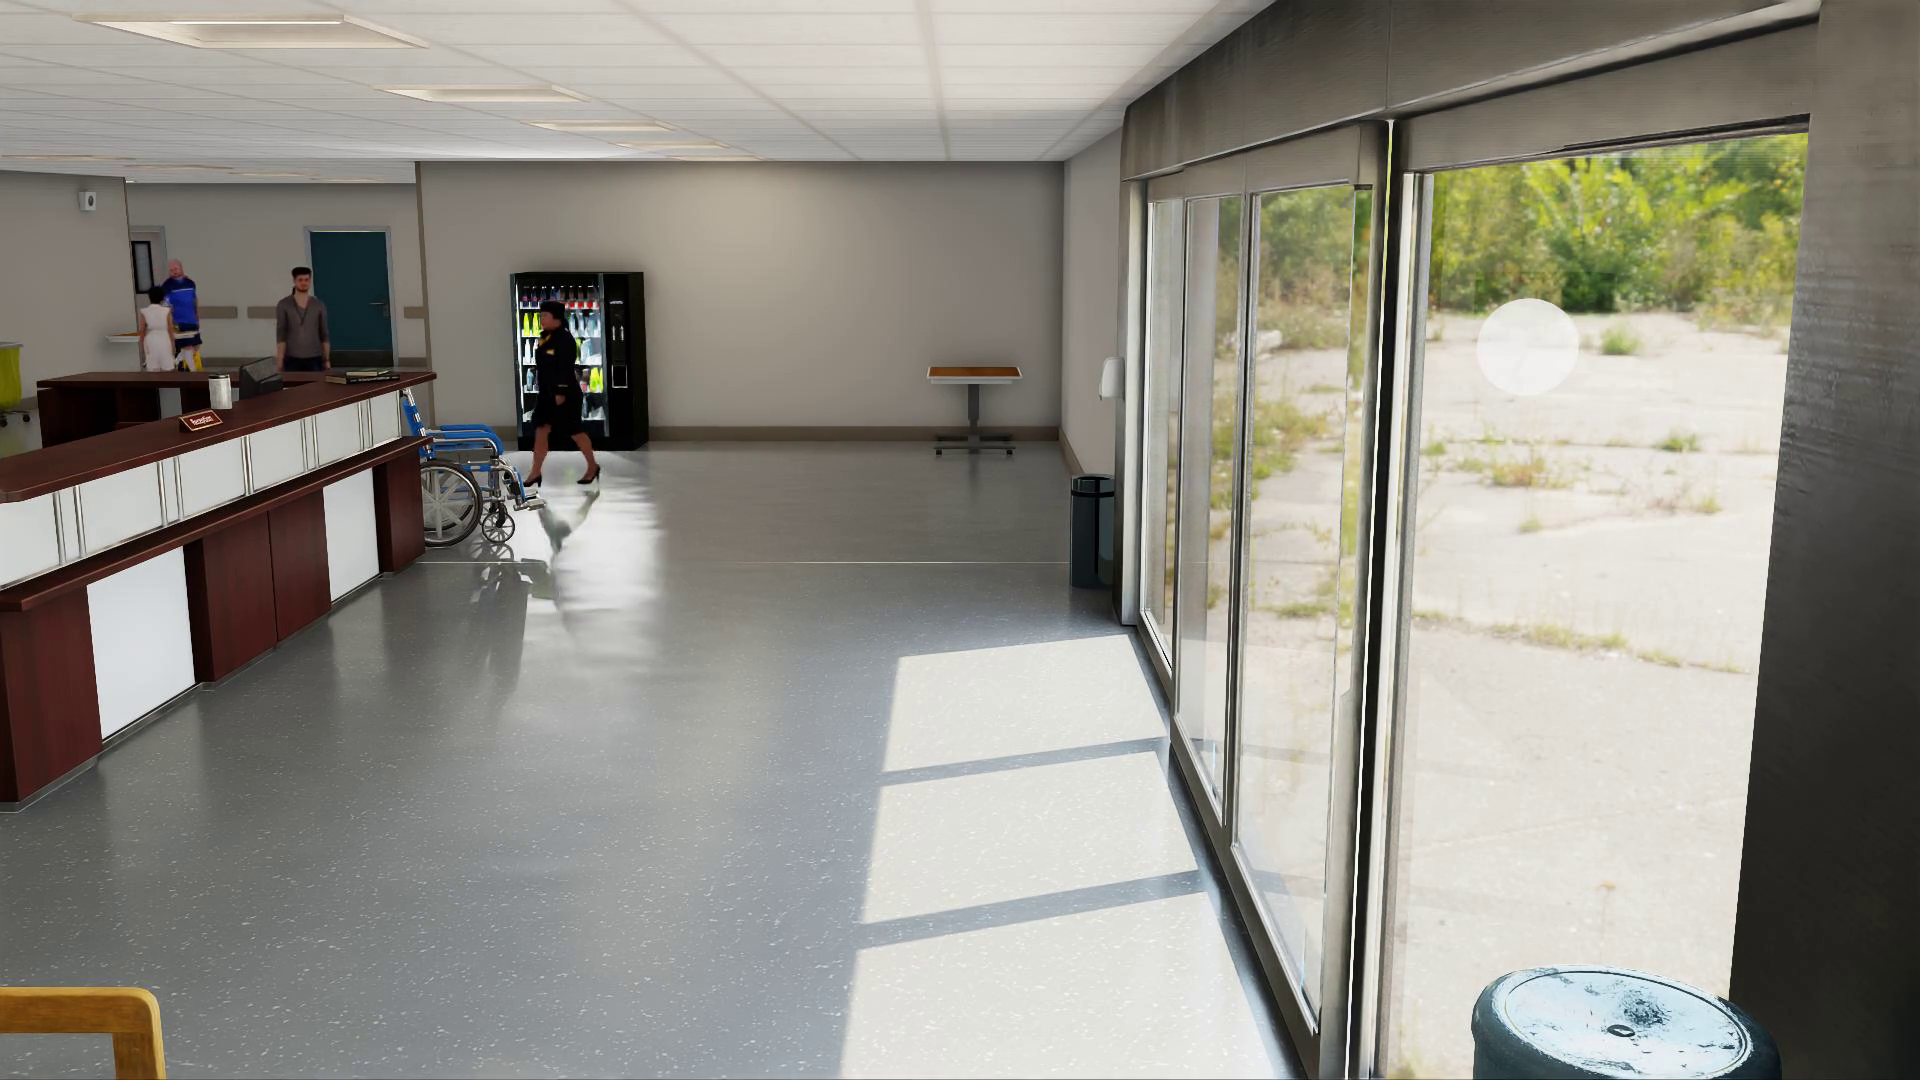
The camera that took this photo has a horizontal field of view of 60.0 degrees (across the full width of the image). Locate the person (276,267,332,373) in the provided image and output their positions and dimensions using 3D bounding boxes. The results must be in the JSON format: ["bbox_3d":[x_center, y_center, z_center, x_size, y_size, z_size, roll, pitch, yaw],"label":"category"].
[{"bbox_3d":[-6.844,-1.875,17.296,1.071,1.886,1.007,-5,12,-25],"label":"person"}]

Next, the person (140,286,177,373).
[{"bbox_3d":[-10.287,-2.454,21.360,1.032,1.509,0.933,-6,12,-27],"label":"person"}]

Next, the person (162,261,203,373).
[{"bbox_3d":[-11.364,-3.147,24.226,1.155,1.803,0.983,5,12,23],"label":"person"}]

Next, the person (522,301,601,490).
[{"bbox_3d":[-3.459,-1.249,14.680,1.169,1.633,1.099,-10,14,-42],"label":"person"}]

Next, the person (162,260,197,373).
[{"bbox_3d":[-11.863,-3.324,25.188,0.769,1.791,0.830,-10,15,-43],"label":"person"}]
